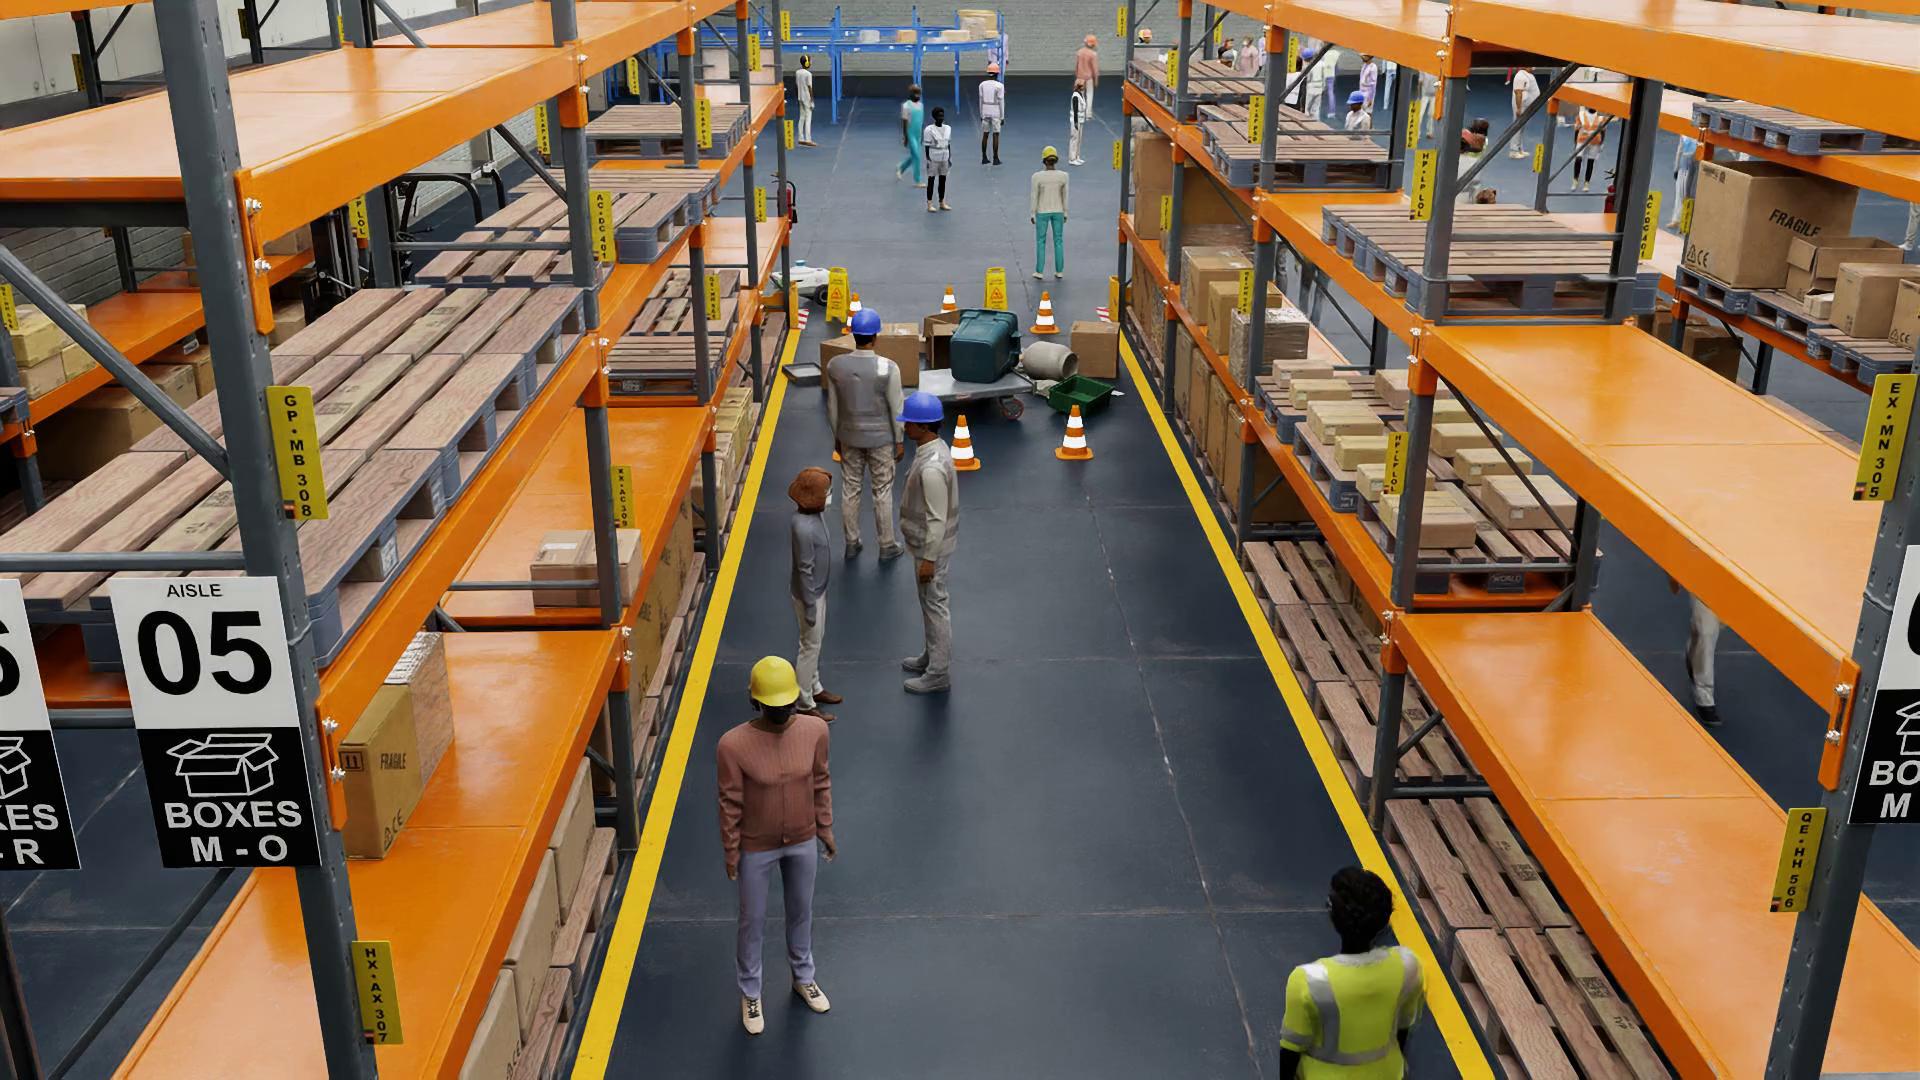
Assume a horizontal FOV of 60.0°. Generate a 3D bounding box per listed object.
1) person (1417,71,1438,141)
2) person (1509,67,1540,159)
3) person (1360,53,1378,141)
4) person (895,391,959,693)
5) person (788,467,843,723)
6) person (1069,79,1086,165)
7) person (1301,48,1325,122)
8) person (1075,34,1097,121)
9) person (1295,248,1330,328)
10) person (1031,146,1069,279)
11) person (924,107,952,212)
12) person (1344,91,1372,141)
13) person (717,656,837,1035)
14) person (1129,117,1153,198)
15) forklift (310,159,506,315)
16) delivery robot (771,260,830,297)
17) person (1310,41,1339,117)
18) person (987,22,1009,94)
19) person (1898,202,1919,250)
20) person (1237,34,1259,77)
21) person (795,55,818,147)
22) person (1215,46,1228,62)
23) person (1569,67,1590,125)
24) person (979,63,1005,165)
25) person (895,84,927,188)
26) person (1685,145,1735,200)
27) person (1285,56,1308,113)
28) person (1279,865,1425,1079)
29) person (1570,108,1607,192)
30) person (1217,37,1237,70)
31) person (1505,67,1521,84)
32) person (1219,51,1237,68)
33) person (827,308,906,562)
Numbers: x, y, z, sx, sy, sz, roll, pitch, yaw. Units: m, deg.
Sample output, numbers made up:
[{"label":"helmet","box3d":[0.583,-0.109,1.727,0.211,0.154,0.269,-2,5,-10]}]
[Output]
[{"label":"person","box3d":[10.147,-9.602,35.984,0.528,1.866,0.330,-5,21,-13]},{"label":"person","box3d":[11.355,-8.711,33.378,0.539,2.000,0.688,13,24,31]},{"label":"person","box3d":[8.582,-9.397,35.189,0.397,2.044,0.609,-3,21,-7]},{"label":"person","box3d":[-0.203,0.009,10.457,0.393,1.946,0.617,-1,21,-2]},{"label":"person","box3d":[-0.888,0.326,10.075,0.285,1.624,0.509,1,21,1]},{"label":"person","box3d":[2.302,-8.184,32.563,0.313,1.632,0.520,6,22,15]},{"label":"person","box3d":[7.737,-9.814,36.506,0.701,1.898,0.383,-11,23,-27]},{"label":"person","box3d":[2.993,-10.939,39.340,0.402,1.989,0.630,-19,28,-41]},{"label":"person","box3d":[4.185,-3.259,19.391,0.537,1.733,0.693,5,21,12]},{"label":"person","box3d":[1.200,-4.403,22.387,0.528,1.759,0.339,-4,21,-11]},{"label":"person","box3d":[-0.358,-6.272,27.412,0.533,1.697,0.318,-15,25,-34]},{"label":"person","box3d":[6.517,-6.427,27.491,0.415,1.939,0.612,-7,22,-17]},{"label":"person","box3d":[-0.789,1.314,7.262,0.524,1.769,0.316,-10,23,-25]},{"label":"person","box3d":[3.037,-6.681,28.446,0.495,1.729,0.323,4,21,10]},{"label":"forklift","box3d":[-5.622,-2.910,17.832,2.313,2.155,1.214,-1,21,-1]},{"label":"delivery robot","box3d":[-2.006,-3.274,20.944,0.707,0.478,0.477,-9,23,-23]},{"label":"person","box3d":[8.856,-11.177,40.163,0.598,1.862,1.021,-5,21,-13]},{"label":"person","box3d":[1.037,-13.008,44.922,0.643,1.909,0.411,-11,23,-26]},{"label":"person","box3d":[14.070,-5.095,24.249,0.486,1.738,0.320,1,21,2]},{"label":"person","box3d":[6.933,-11.202,40.137,0.437,1.933,0.726,-8,22,-21]},{"label":"person","box3d":[-3.256,-9.255,35.055,0.311,1.869,0.530,-18,27,-40]},{"label":"person","box3d":[5.702,-9.924,36.776,0.409,1.908,0.597,-5,21,-13]},{"label":"person","box3d":[14.436,-10.473,38.620,0.289,1.622,0.508,12,24,30]},{"label":"person","box3d":[0.635,-8.311,32.480,0.544,1.930,0.388,12,24,28]},{"label":"person","box3d":[-0.889,-7.265,29.889,0.739,1.814,0.518,16,26,35]},{"label":"person","box3d":[10.449,-4.782,23.157,0.453,1.920,0.640,-11,23,-27]},{"label":"person","box3d":[6.866,-8.979,34.288,0.608,1.905,0.404,19,28,41]},{"label":"person","box3d":[1.354,1.922,5.777,0.538,1.681,0.572,-7,22,-17]},{"label":"person","box3d":[11.062,-6.964,29.261,0.543,1.681,0.545,7,22,19]},{"label":"person","box3d":[6.454,-11.261,40.408,0.564,1.836,0.384,-12,24,-30]},{"label":"person","box3d":[15.911,-13.922,47.536,0.524,1.769,0.309,9,23,22]},{"label":"person","box3d":[5.462,-8.979,34.087,0.537,2.000,0.688,-6,22,-16]},{"label":"person","box3d":[-0.698,-0.782,12.548,0.605,1.948,0.384,6,22,16]}]
